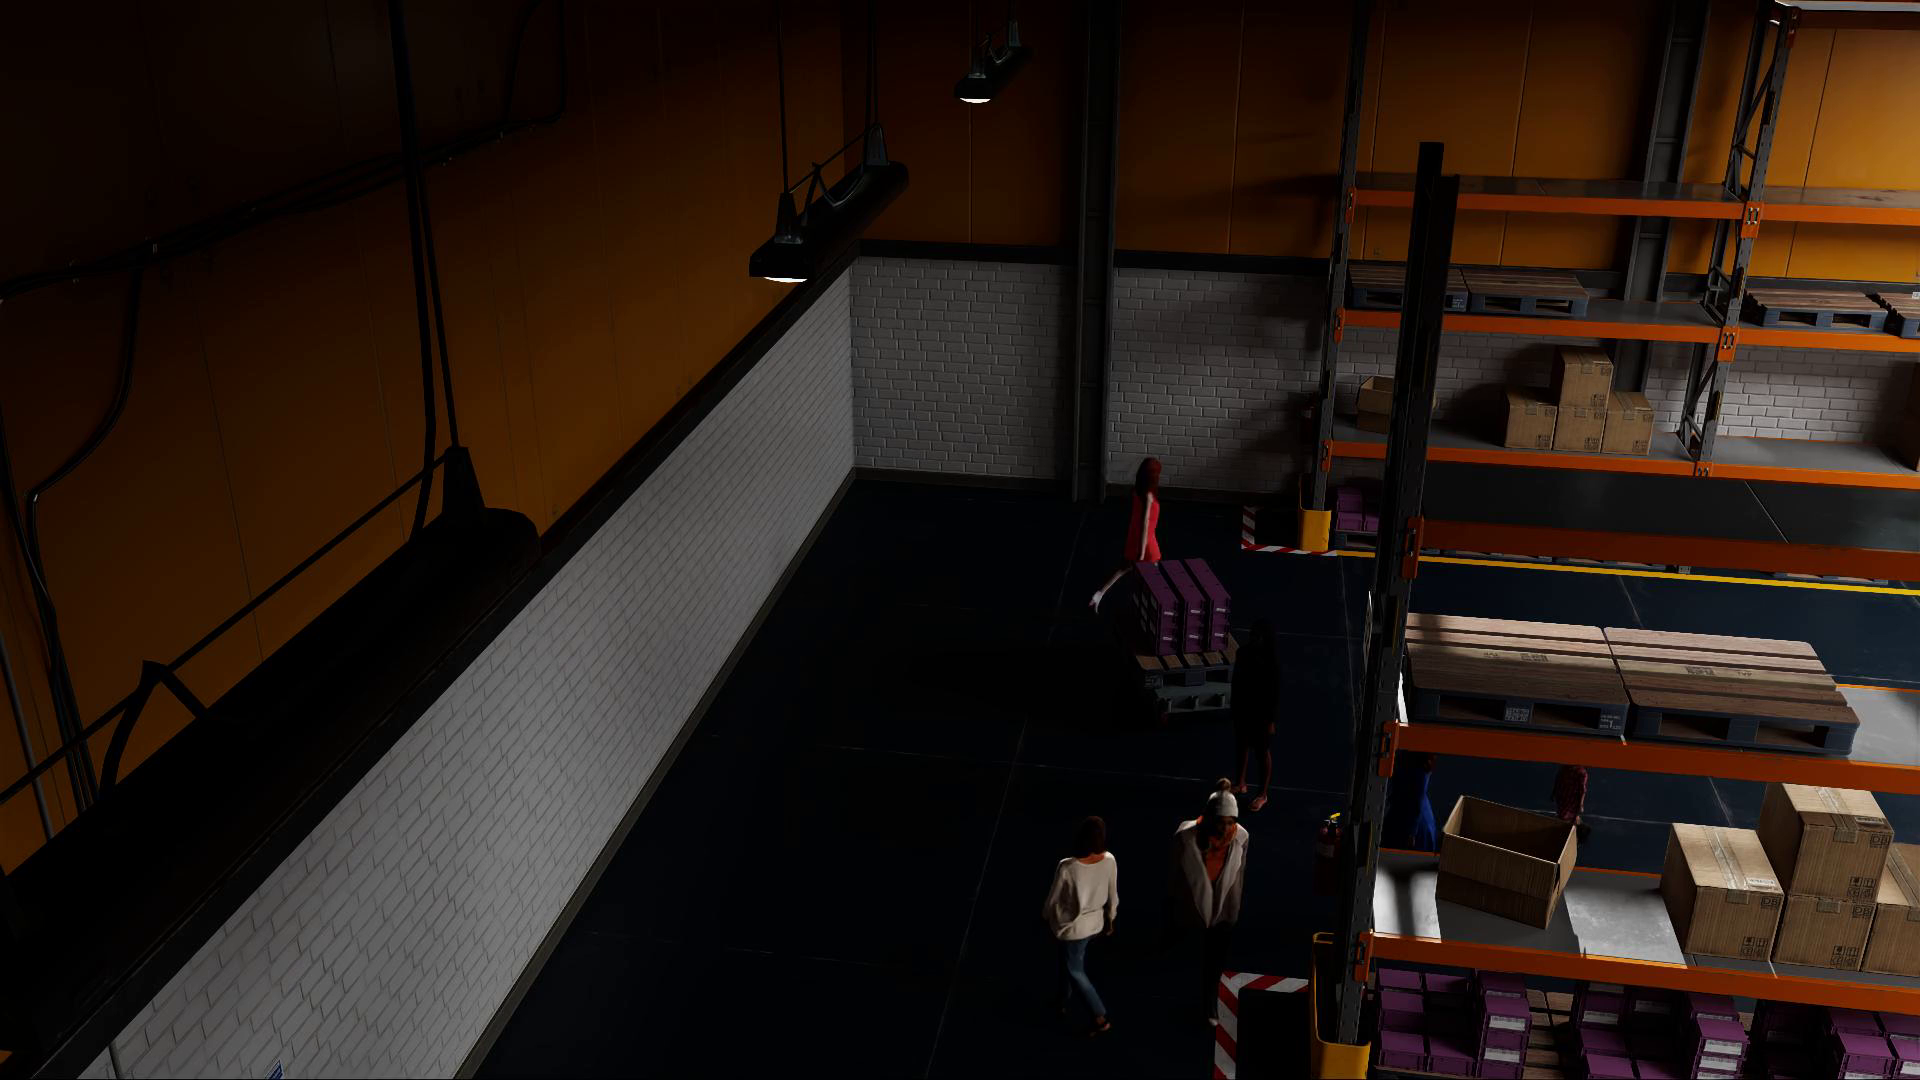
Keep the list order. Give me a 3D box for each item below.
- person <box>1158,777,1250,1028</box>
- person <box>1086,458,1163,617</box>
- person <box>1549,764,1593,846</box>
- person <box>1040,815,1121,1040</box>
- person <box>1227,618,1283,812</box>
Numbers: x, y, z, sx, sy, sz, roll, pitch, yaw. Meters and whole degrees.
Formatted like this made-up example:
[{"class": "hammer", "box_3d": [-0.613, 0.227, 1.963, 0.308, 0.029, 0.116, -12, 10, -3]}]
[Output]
[{"class": "person", "box_3d": [1.686, 2.370, 11.465, 1.109, 1.857, 0.894, 1, 24, 3]}, {"class": "person", "box_3d": [1.747, 0.031, 16.894, 1.224, 1.794, 0.941, -6, 24, -12]}, {"class": "person", "box_3d": [4.894, 2.041, 13.273, 0.787, 1.011, 0.637, -8, 25, -18]}, {"class": "person", "box_3d": [0.860, 2.625, 11.142, 0.871, 1.649, 0.933, -18, 30, -36]}, {"class": "person", "box_3d": [2.441, 1.433, 13.779, 0.736, 1.720, 0.642, -20, 31, -38]}]
